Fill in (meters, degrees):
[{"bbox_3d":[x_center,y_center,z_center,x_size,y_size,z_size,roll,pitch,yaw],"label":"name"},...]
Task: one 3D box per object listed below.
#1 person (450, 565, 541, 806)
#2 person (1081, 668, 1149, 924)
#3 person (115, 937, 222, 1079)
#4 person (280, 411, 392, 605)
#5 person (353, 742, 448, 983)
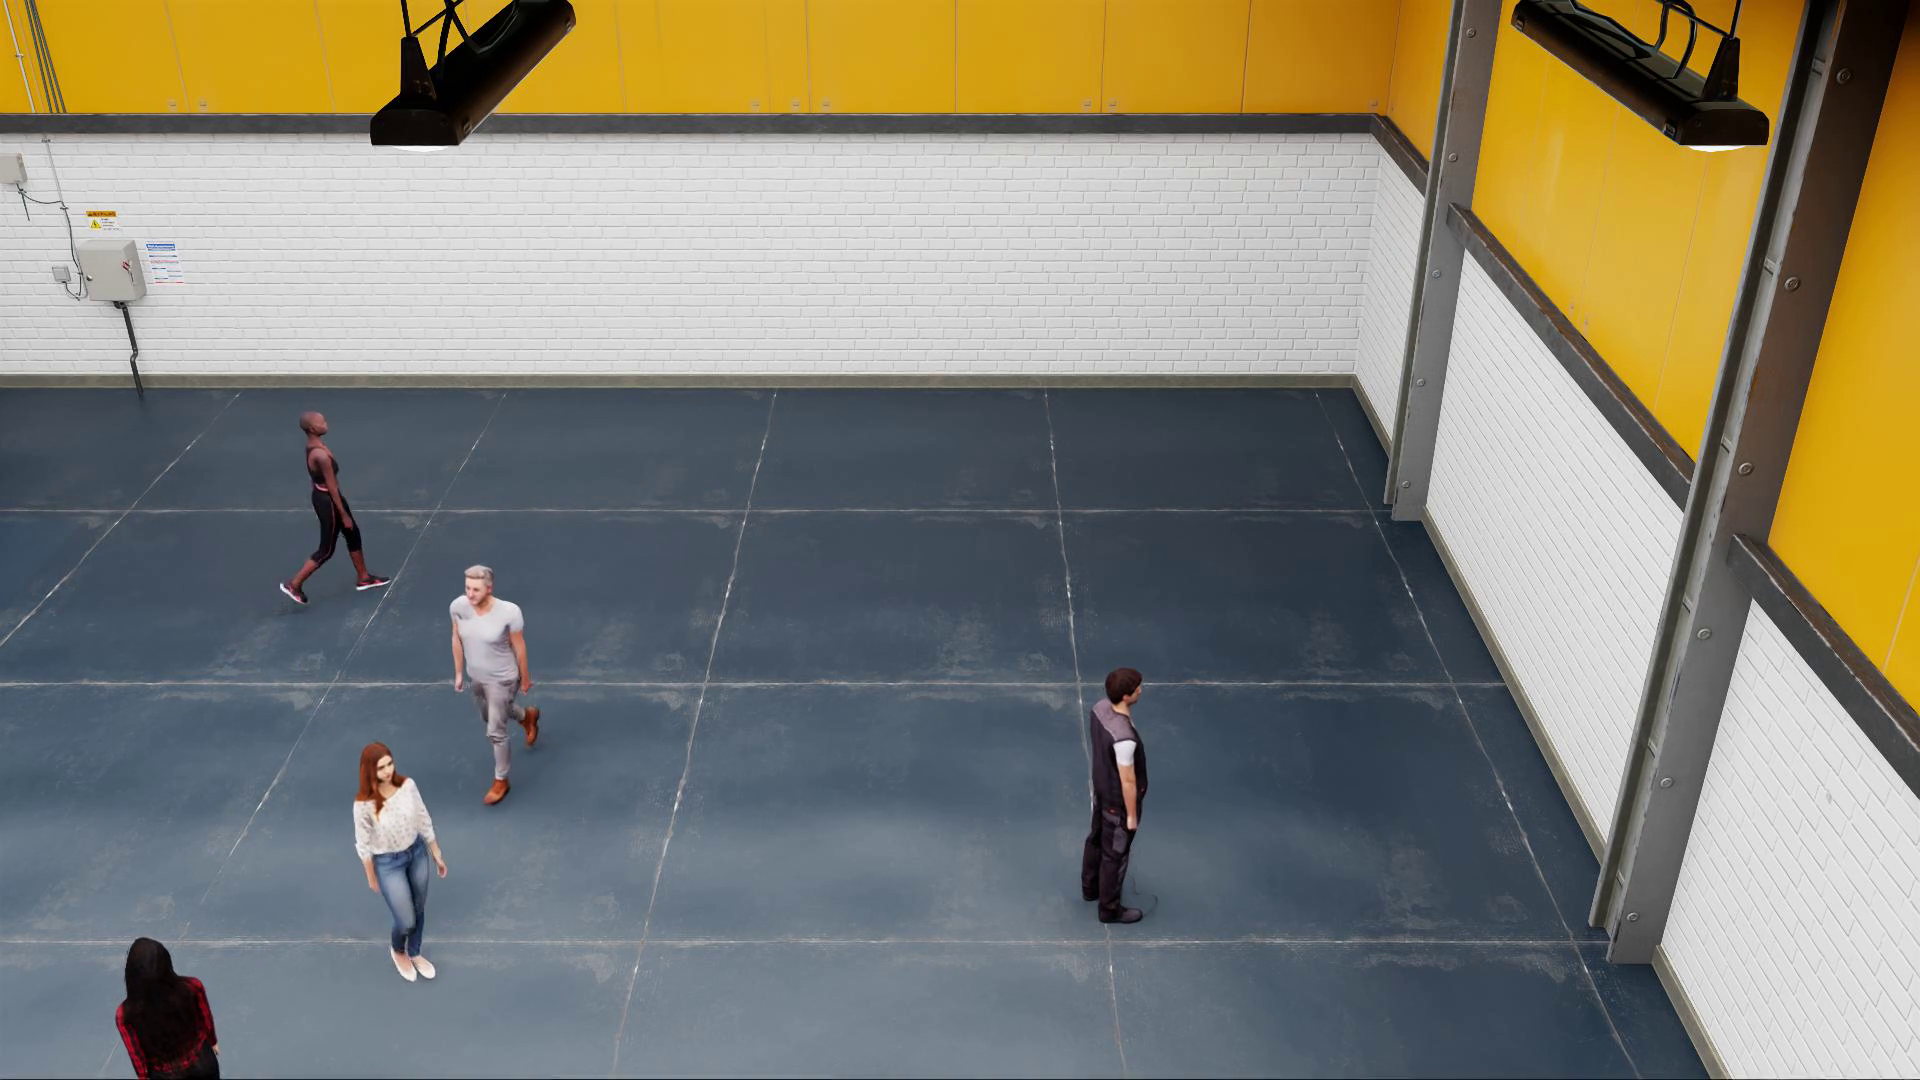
[{"bbox_3d":[-3.291,0.928,11.884,0.939,1.801,1.233,9,30,16],"label":"person"},{"bbox_3d":[0.978,1.609,10.586,0.791,1.848,0.632,-9,30,-16],"label":"person"},{"bbox_3d":[-4.062,2.748,8.696,0.658,1.658,0.706,-23,36,-36],"label":"person"},{"bbox_3d":[-5.447,-0.238,14.099,1.005,1.727,1.141,-14,32,-24],"label":"person"},{"bbox_3d":[-3.449,1.935,10.126,0.760,1.716,0.691,23,36,35],"label":"person"}]
